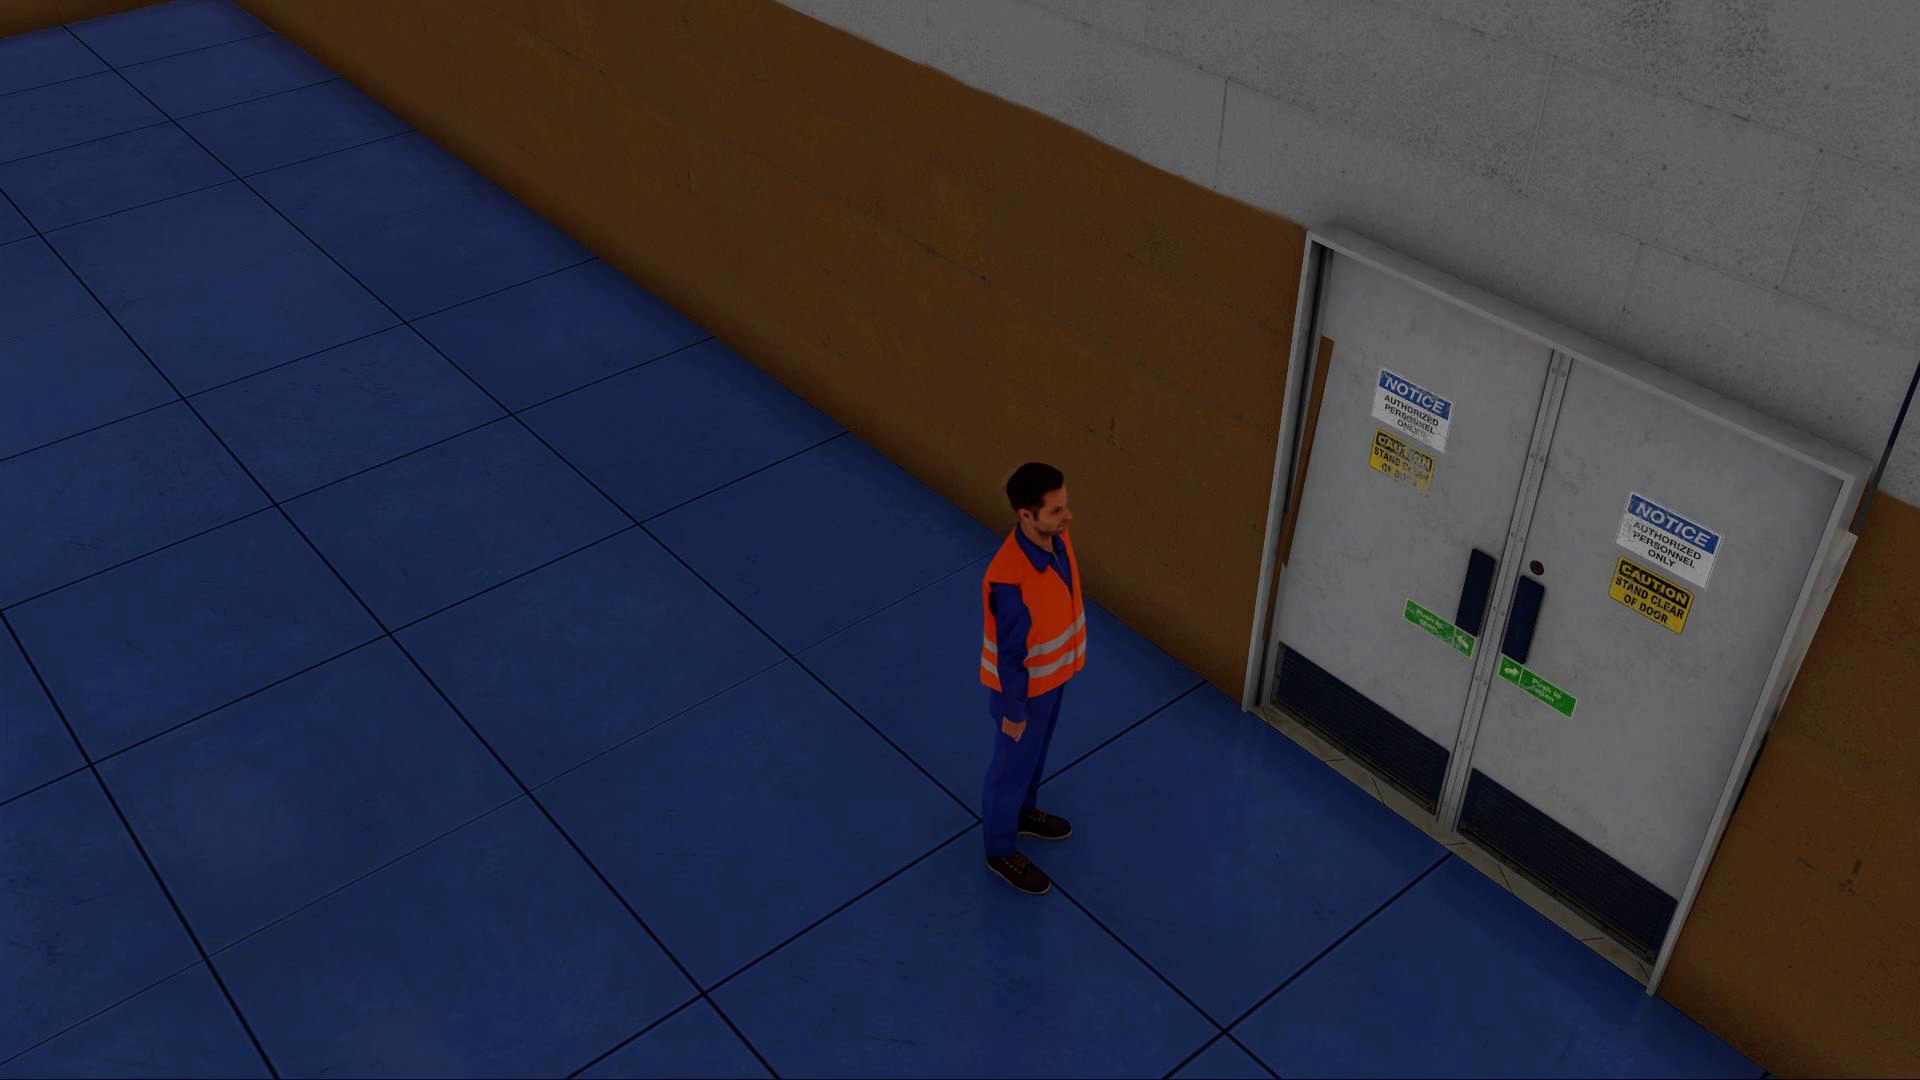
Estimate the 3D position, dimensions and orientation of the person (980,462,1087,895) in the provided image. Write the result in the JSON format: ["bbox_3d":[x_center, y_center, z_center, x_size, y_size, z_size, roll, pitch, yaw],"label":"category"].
[{"bbox_3d":[0.256,0.487,6.071,0.855,1.863,0.727,13,39,17],"label":"person"}]
